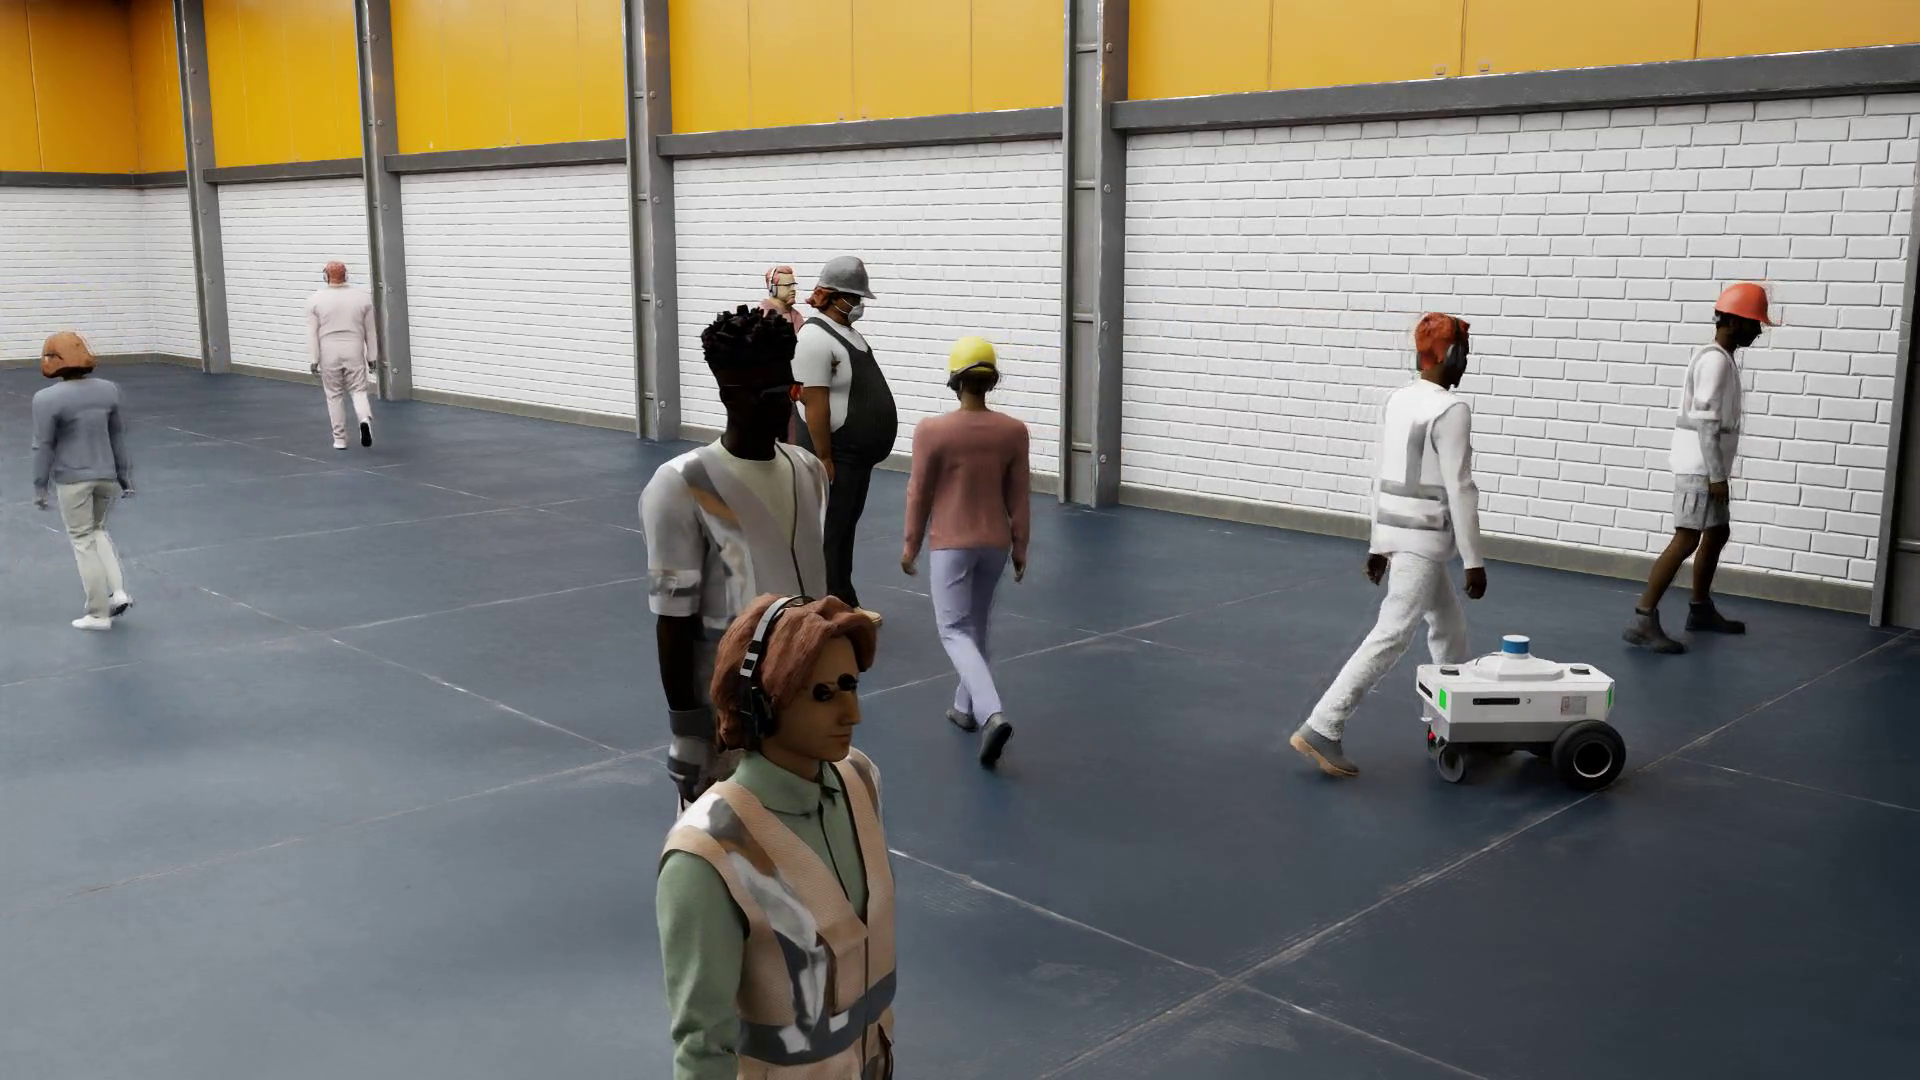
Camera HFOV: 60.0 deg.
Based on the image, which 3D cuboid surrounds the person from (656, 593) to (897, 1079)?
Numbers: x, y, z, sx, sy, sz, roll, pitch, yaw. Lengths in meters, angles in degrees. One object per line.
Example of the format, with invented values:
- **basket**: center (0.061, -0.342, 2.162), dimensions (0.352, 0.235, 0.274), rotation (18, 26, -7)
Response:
- **person**: center (-0.252, 0.879, 2.447), dimensions (0.311, 1.638, 0.522), rotation (5, 11, 23)

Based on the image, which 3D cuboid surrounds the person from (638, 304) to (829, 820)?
- **person**: center (-0.512, 0.402, 4.156), dimensions (0.368, 1.966, 0.603), rotation (7, 12, 33)

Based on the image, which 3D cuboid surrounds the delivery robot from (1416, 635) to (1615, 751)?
- **delivery robot**: center (2.180, 0.620, 6.565), dimensions (0.707, 0.478, 0.477), rotation (0, 10, -1)

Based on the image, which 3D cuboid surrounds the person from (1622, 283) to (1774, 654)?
- **person**: center (3.865, -0.376, 8.650), dimensions (0.558, 1.888, 0.770), rotation (6, 12, 28)

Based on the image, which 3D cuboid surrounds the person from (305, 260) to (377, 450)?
- **person**: center (-6.099, -1.816, 16.452), dimensions (0.650, 1.893, 0.622), rotation (-6, 12, -29)

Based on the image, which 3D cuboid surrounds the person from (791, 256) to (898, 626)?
- **person**: center (-0.597, -0.495, 8.842), dimensions (0.537, 2.000, 0.679), rotation (2, 11, 11)

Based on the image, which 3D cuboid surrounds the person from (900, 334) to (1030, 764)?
- **person**: center (0.066, 0.021, 6.865), dimensions (0.524, 1.735, 0.810), rotation (-5, 12, -27)

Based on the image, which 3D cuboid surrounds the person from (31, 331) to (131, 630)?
- **person**: center (-4.754, -0.314, 8.983), dimensions (0.352, 1.617, 0.530), rotation (4, 11, 23)

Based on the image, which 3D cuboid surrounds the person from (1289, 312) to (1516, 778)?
- **person**: center (1.785, 0.019, 6.619), dimensions (0.999, 1.838, 0.613), rotation (-1, 10, -6)

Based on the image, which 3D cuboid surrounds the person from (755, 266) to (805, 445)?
- **person**: center (-1.303, -1.059, 12.286), dimensions (0.408, 1.909, 0.638), rotation (5, 12, 27)
